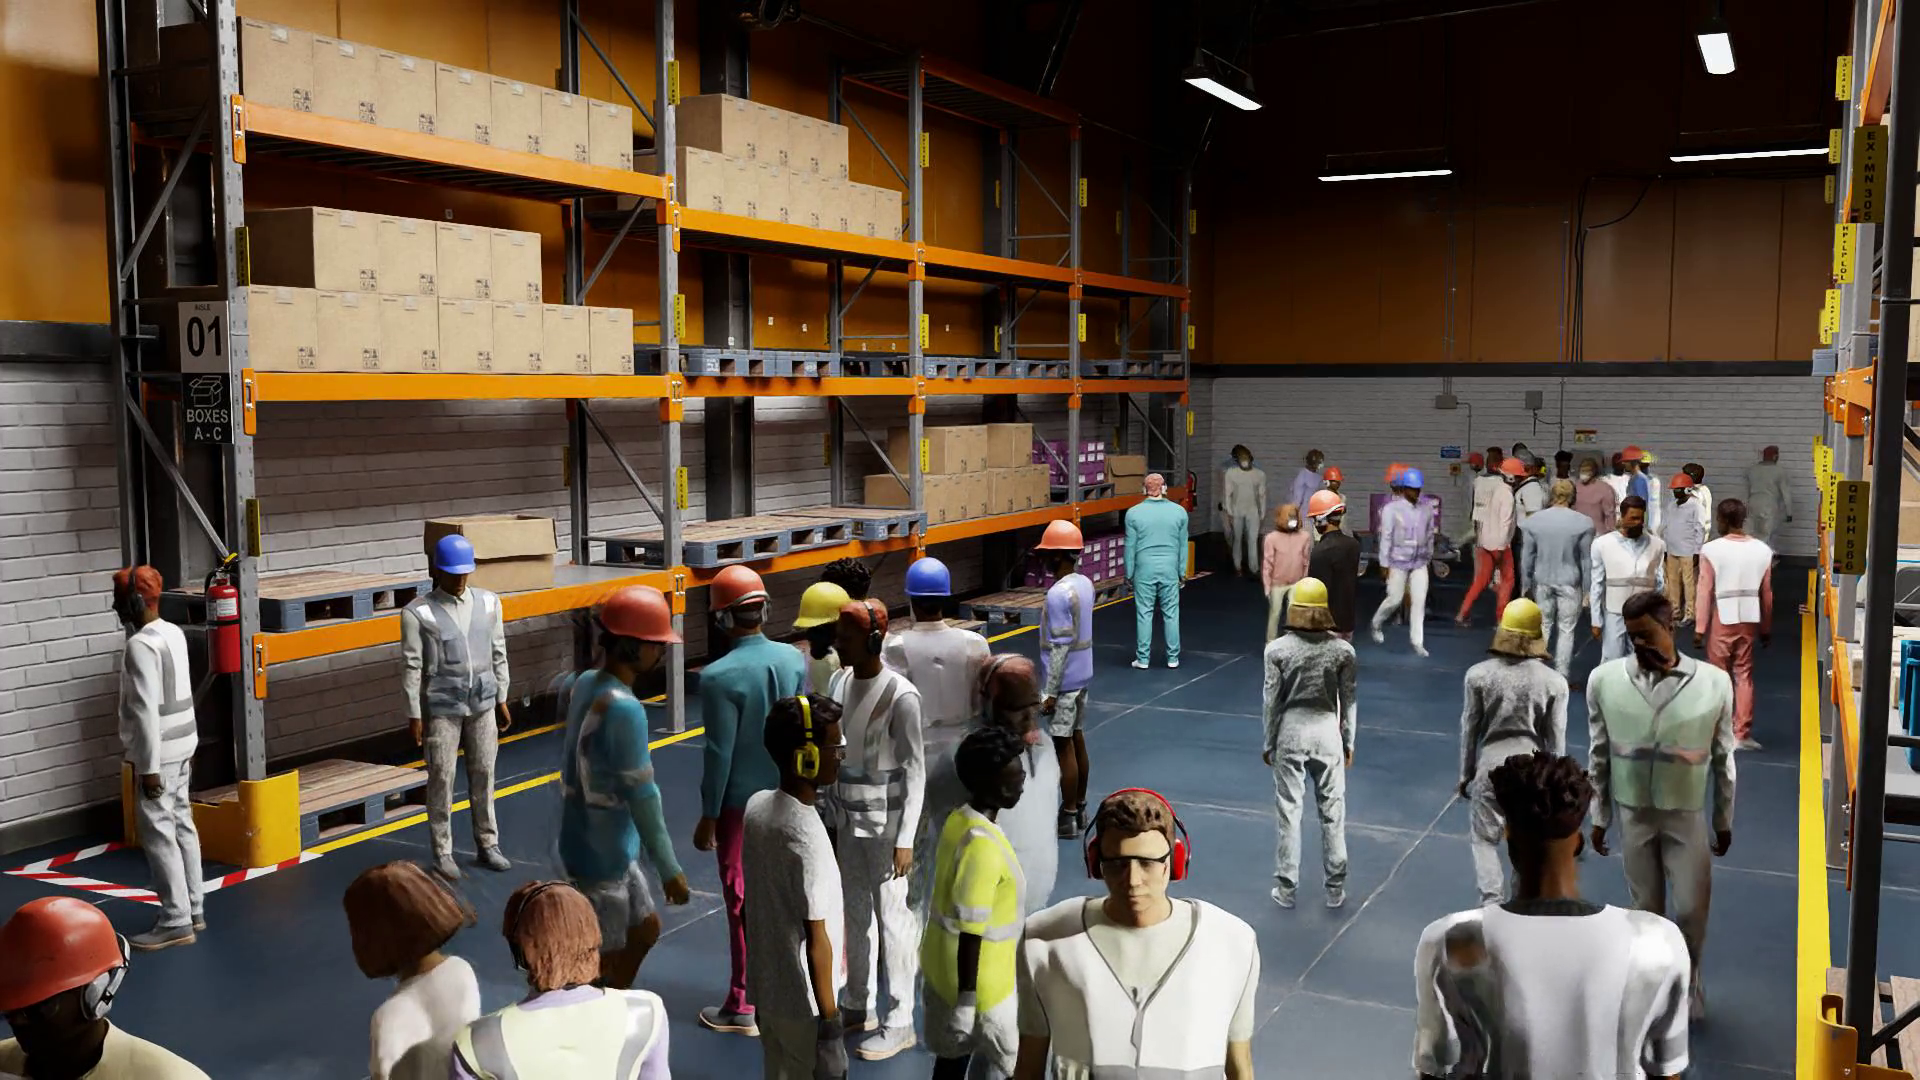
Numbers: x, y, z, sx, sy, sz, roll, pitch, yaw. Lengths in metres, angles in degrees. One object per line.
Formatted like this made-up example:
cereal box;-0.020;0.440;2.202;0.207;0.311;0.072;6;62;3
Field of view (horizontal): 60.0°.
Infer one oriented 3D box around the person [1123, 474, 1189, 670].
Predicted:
person;1.890;0.309;16.101;0.636;1.903;0.405;0;5;-5

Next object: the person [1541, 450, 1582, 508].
person;7.798;-0.221;21.675;0.613;1.938;0.842;0;5;2

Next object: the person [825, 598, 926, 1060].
person;-0.374;1.176;6.865;0.349;1.882;0.577;-4;7;-38

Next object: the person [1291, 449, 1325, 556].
person;4.626;-0.266;22.267;0.470;1.906;0.664;3;6;33

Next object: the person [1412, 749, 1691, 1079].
person;1.328;1.440;3.751;0.612;1.938;0.835;1;6;15

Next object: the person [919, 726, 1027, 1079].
person;0.079;1.418;5.373;0.491;1.676;0.526;-2;6;-23

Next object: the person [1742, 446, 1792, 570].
person;11.831;-0.430;24.237;0.954;1.860;0.663;-3;6;-30

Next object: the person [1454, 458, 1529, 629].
person;5.958;0.049;18.665;0.752;1.958;0.633;0;5;-1

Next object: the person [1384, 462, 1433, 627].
person;5.141;0.046;19.033;0.768;1.897;0.553;-3;6;-33

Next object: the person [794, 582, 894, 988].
person;-0.480;1.099;7.796;0.599;1.877;0.936;4;7;36

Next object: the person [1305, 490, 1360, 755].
person;2.704;0.628;12.216;0.394;1.985;0.611;4;7;38

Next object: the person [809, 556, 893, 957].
person;-0.499;1.054;7.811;0.379;1.956;0.600;3;6;32

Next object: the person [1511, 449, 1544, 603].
person;6.338;-0.022;18.917;0.537;2.000;0.682;1;5;6

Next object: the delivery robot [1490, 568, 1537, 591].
delivery robot;7.047;0.479;20.930;0.707;0.478;0.477;1;5;11

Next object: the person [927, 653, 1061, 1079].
person;0.145;1.303;5.659;0.426;1.880;0.651;3;6;32

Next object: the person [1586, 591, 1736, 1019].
person;2.960;1.152;7.060;0.598;1.889;0.436;2;6;25

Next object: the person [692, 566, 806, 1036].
person;-0.907;1.101;7.123;0.391;1.986;0.608;4;6;34

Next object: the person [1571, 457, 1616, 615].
person;7.672;-0.065;20.130;0.945;1.907;0.623;-4;6;-35

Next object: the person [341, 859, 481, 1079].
person;-1.276;1.574;3.989;0.374;1.608;0.530;0;5;5

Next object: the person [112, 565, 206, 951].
person;-3.960;1.057;8.200;0.356;1.877;0.611;-1;5;-11

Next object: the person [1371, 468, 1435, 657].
person;4.533;0.212;17.051;0.623;1.926;0.753;-2;6;-16

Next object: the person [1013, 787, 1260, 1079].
person;0.404;1.471;3.885;0.570;1.843;0.372;0;5;2

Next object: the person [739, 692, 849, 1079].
person;-0.464;1.369;4.864;0.313;1.869;0.539;-3;6;-29

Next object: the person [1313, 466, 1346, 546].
person;4.591;-0.034;20.561;0.561;1.752;0.327;-4;7;-37

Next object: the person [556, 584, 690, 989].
person;-1.294;1.168;6.255;0.551;2.011;0.631;-2;6;-20

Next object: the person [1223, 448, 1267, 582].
person;4.030;-0.360;23.540;0.623;1.879;1.096;0;5;1

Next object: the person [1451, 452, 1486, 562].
person;7.885;-0.498;25.651;0.551;1.729;0.587;1;5;13

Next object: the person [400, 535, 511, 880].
person;-2.813;0.927;9.311;0.619;1.932;0.420;-5;7;-42

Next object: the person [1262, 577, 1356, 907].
person;1.841;1.066;8.802;0.492;1.740;0.325;0;5;4

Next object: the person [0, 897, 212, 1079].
person;-1.766;1.568;3.325;0.571;1.751;0.329;1;5;8

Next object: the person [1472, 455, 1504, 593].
person;7.004;-0.213;22.045;0.393;1.837;0.564;-3;6;-25

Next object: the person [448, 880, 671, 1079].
person;-0.900;1.588;3.797;0.524;1.632;0.314;-2;6;-23

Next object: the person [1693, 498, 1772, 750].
person;5.856;0.639;12.571;0.622;1.904;0.467;-1;5;-14

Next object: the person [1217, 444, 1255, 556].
person;4.431;-0.632;26.698;0.632;1.815;0.508;-1;5;-11

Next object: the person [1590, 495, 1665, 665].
person;5.192;0.599;12.962;0.590;1.909;0.409;0;5;-5

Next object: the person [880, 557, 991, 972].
person;-0.138;1.054;7.827;0.605;1.948;0.384;-2;6;-19

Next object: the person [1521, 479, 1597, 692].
person;5.336;0.418;14.840;0.656;1.921;0.480;4;7;40

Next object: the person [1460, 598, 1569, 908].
person;2.655;1.146;7.982;0.489;1.728;0.608;1;5;14

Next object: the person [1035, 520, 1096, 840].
person;0.623;0.846;10.124;0.354;1.939;0.544;2;6;21

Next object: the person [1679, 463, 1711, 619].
person;8.584;0.015;19.562;0.429;1.846;0.625;4;6;34

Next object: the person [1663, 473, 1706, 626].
person;8.240;0.110;19.021;0.336;1.749;0.575;-2;6;-19

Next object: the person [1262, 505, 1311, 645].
person;3.206;0.444;16.283;0.517;1.582;0.880;-1;5;-8

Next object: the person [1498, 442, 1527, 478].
person;7.959;-0.423;23.769;0.627;1.941;0.370;-3;6;-28
